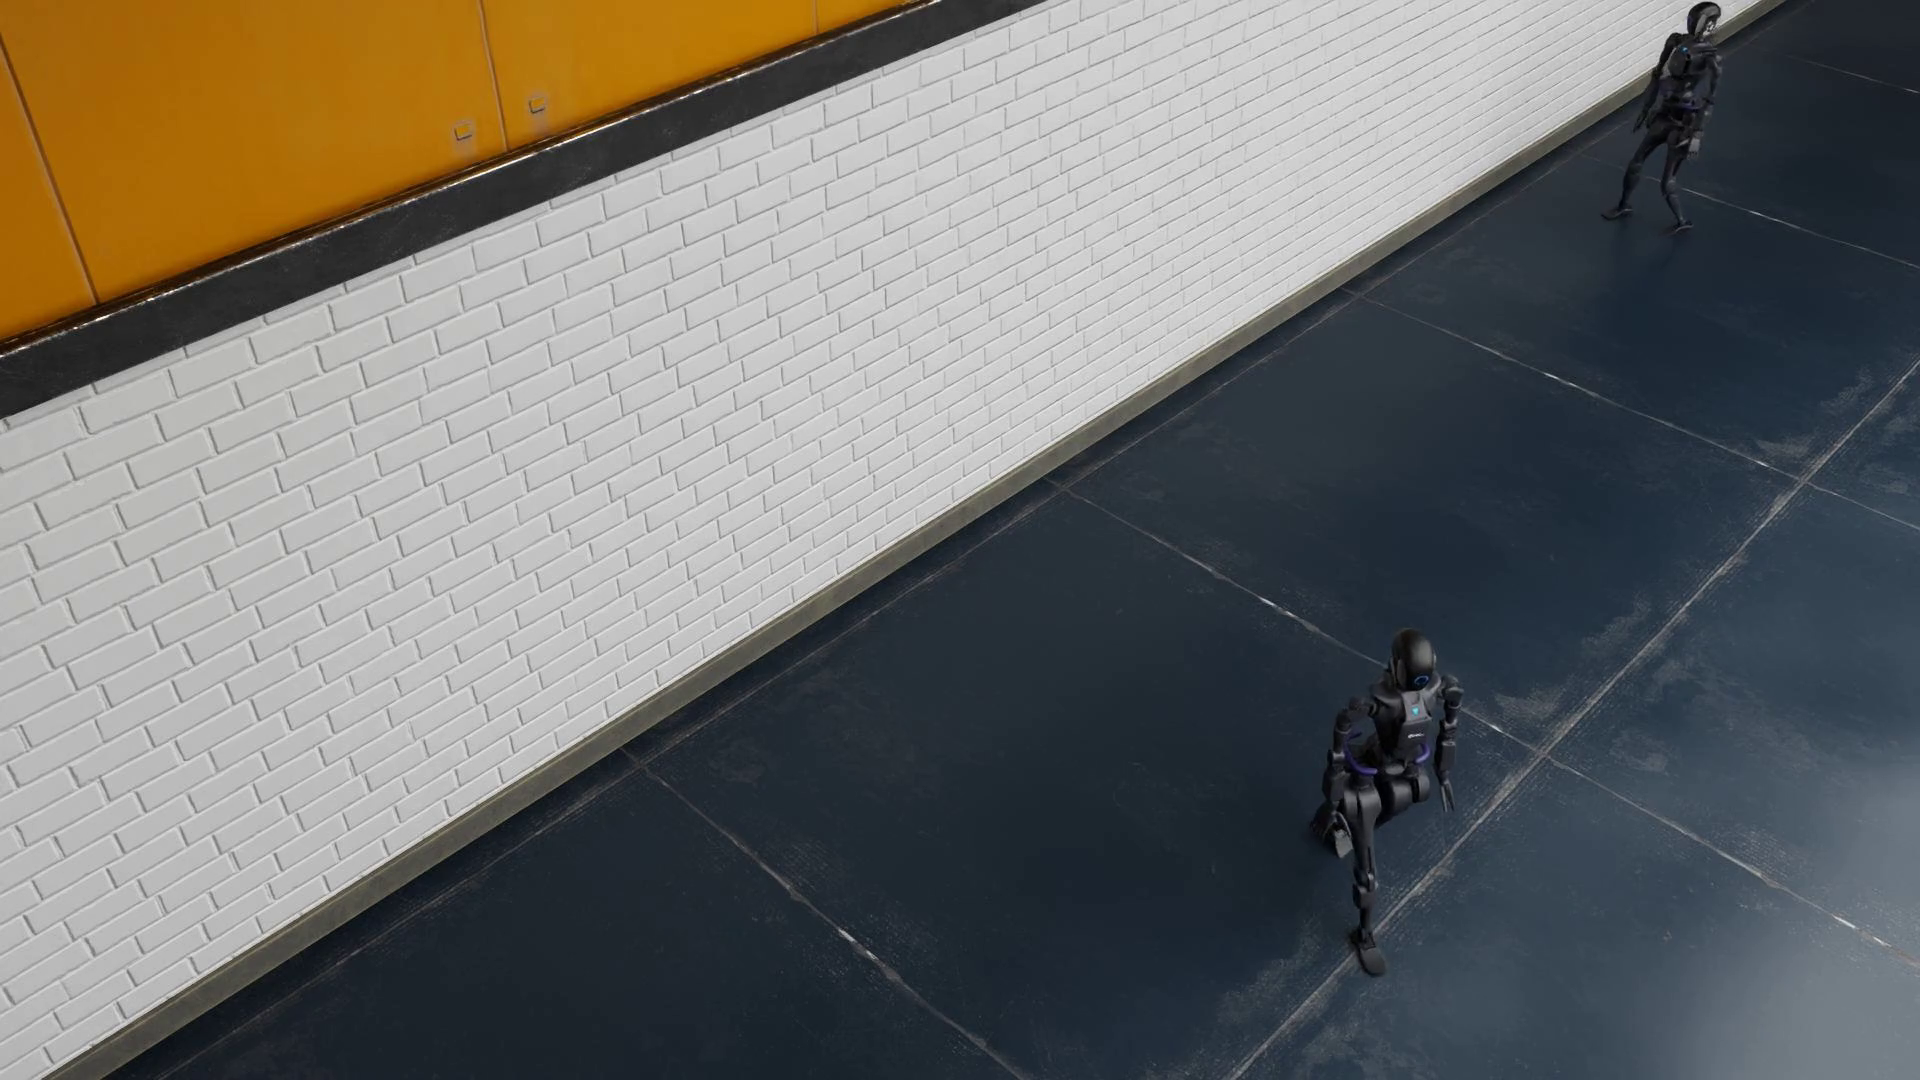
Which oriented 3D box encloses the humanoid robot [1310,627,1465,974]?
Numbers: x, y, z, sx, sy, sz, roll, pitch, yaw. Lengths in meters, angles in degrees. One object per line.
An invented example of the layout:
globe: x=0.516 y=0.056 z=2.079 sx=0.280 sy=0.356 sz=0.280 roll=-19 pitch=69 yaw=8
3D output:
humanoid robot: x=1.693 y=0.927 z=6.689 sx=0.598 sy=1.639 sz=0.821 roll=-10 pitch=40 yaw=-12

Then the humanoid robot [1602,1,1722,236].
humanoid robot: x=4.938 y=-2.886 z=11.424 sx=0.440 sy=1.641 sz=0.601 roll=-15 pitch=41 yaw=-18
